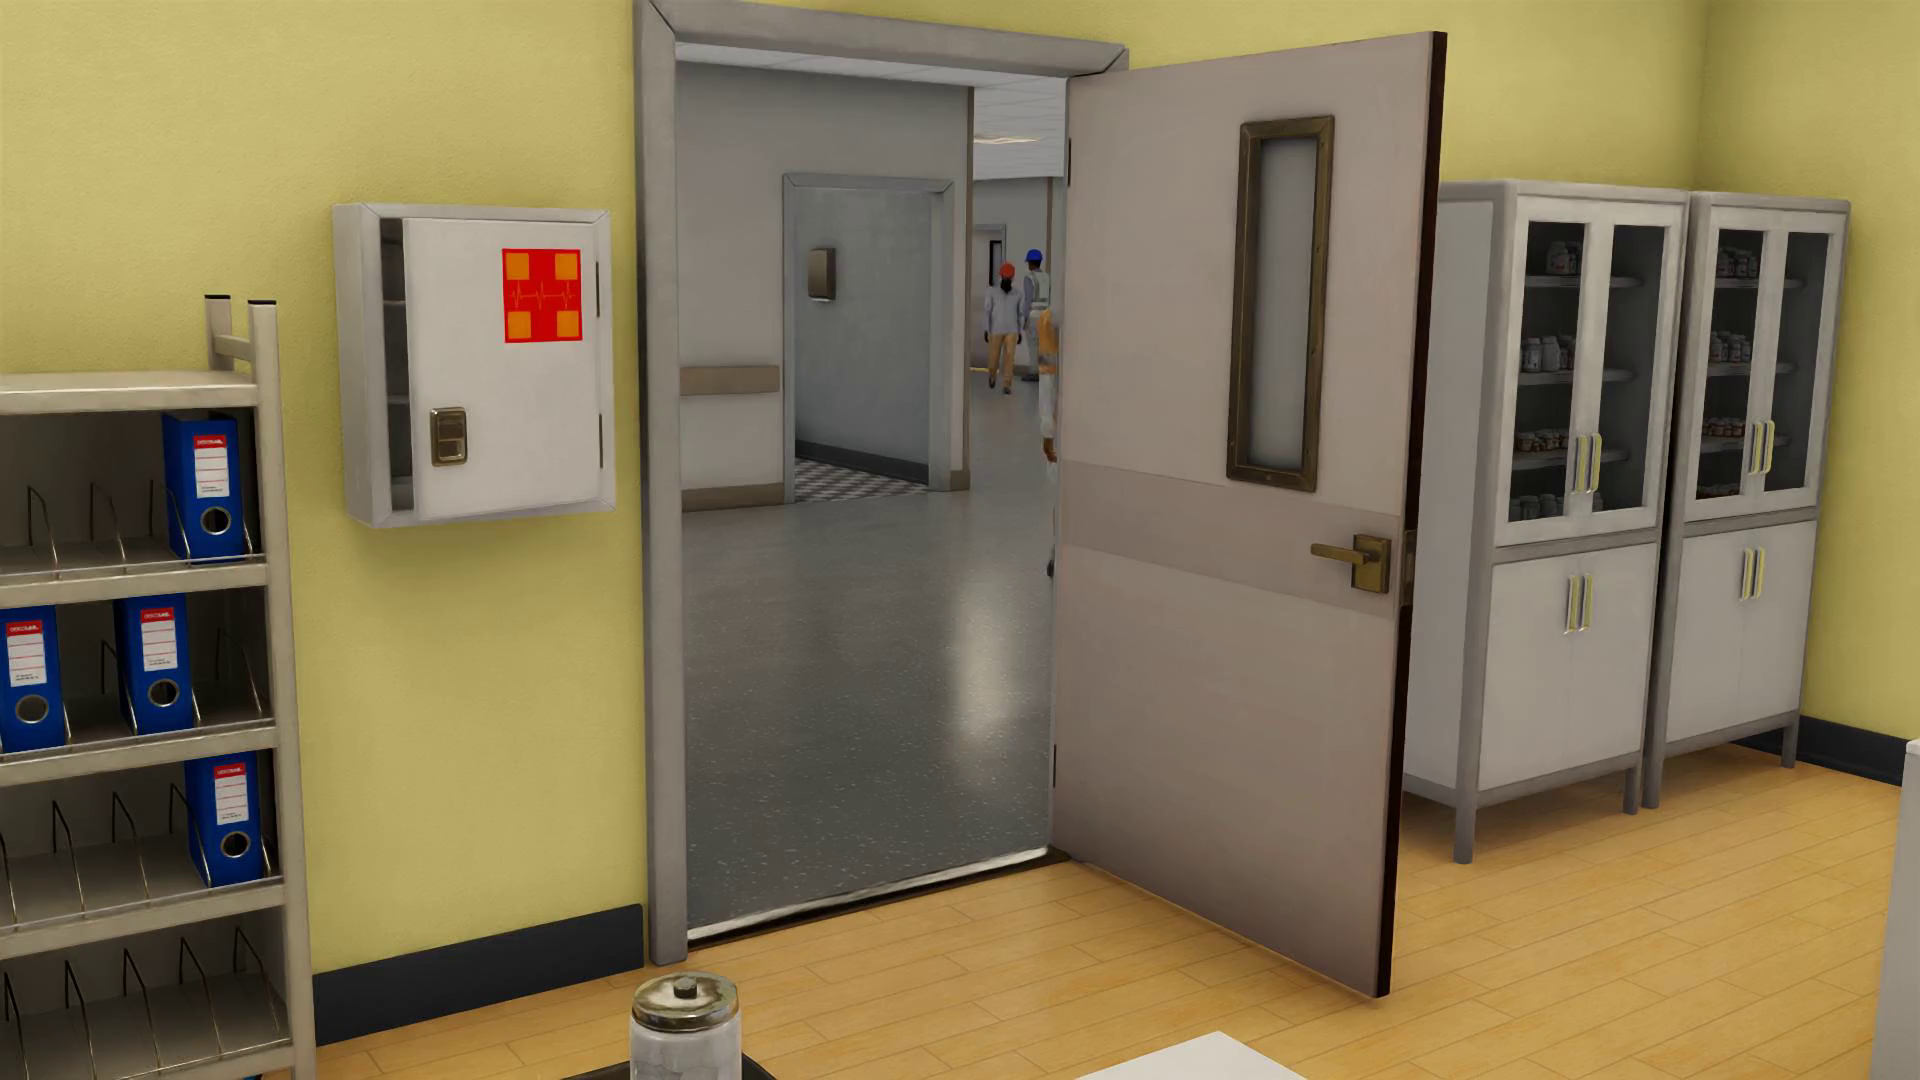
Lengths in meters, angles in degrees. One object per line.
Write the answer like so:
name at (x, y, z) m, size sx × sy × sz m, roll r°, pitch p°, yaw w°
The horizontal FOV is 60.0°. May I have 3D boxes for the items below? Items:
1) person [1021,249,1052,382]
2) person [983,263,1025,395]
person at (1.101, -3.301, 24.480) m, size 0.406 × 1.944 × 0.618 m, roll 8°, pitch 12°, yaw 35°
person at (0.576, -2.798, 22.003) m, size 0.565 × 1.735 × 0.524 m, roll -1°, pitch 10°, yaw -8°
